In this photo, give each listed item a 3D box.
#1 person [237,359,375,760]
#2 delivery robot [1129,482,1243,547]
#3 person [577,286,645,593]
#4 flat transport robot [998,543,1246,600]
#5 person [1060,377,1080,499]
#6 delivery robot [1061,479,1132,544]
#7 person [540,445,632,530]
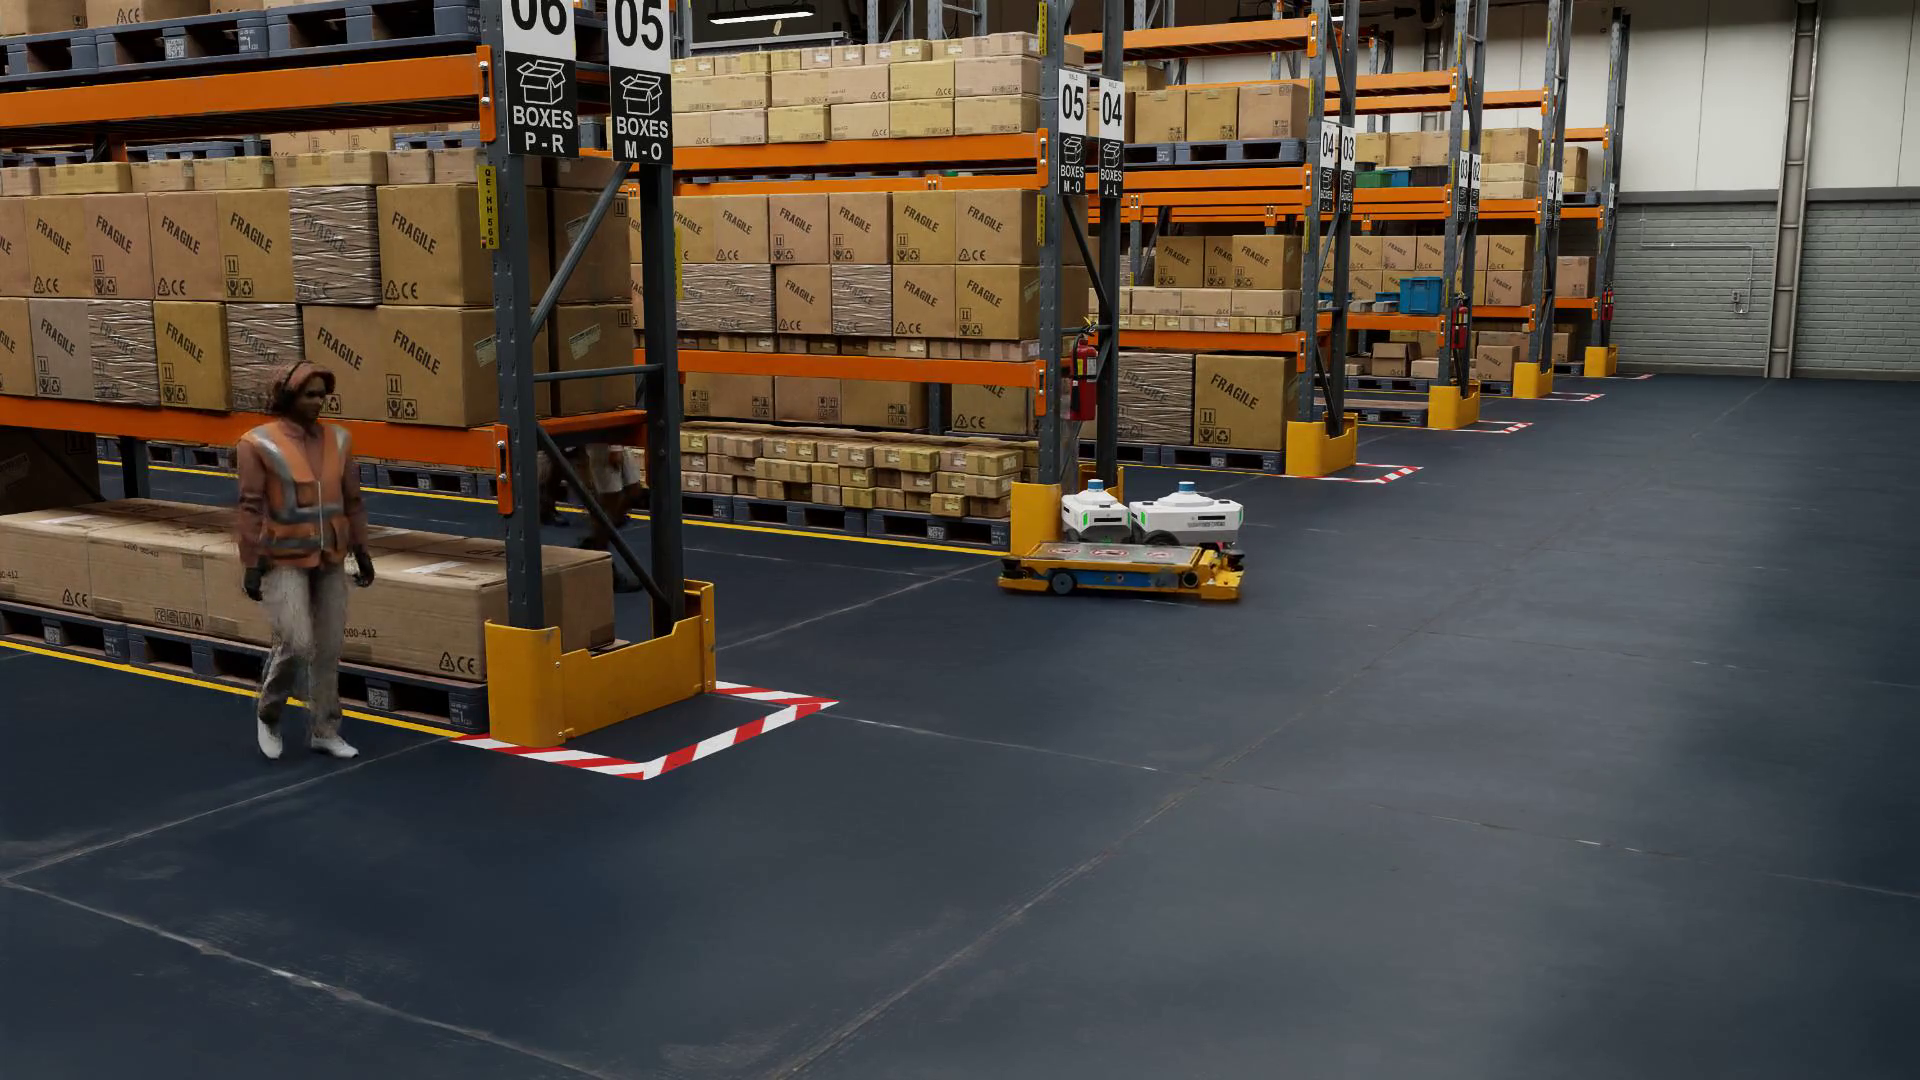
[{"bbox_3d":[-2.602,0.095,6.637,0.353,1.625,0.526,6,11,32],"label":"person"},{"bbox_3d":[1.478,-0.139,10.864,0.707,0.478,0.477,-1,10,-9],"label":"delivery robot"},{"bbox_3d":[-2.091,-0.624,9.977,0.415,1.921,0.557,-1,10,-4],"label":"person"},{"bbox_3d":[0.997,0.173,10.143,1.431,0.197,0.652,2,10,14],"label":"flat transport robot"},{"bbox_3d":[0.724,-0.936,12.702,0.624,1.620,0.523,6,11,31],"label":"person"},{"bbox_3d":[0.891,-0.157,10.972,0.477,0.478,0.707,-1,10,-9],"label":"delivery robot"},{"bbox_3d":[-2.835,-0.995,12.268,0.996,1.884,0.547,5,11,26],"label":"person"}]
